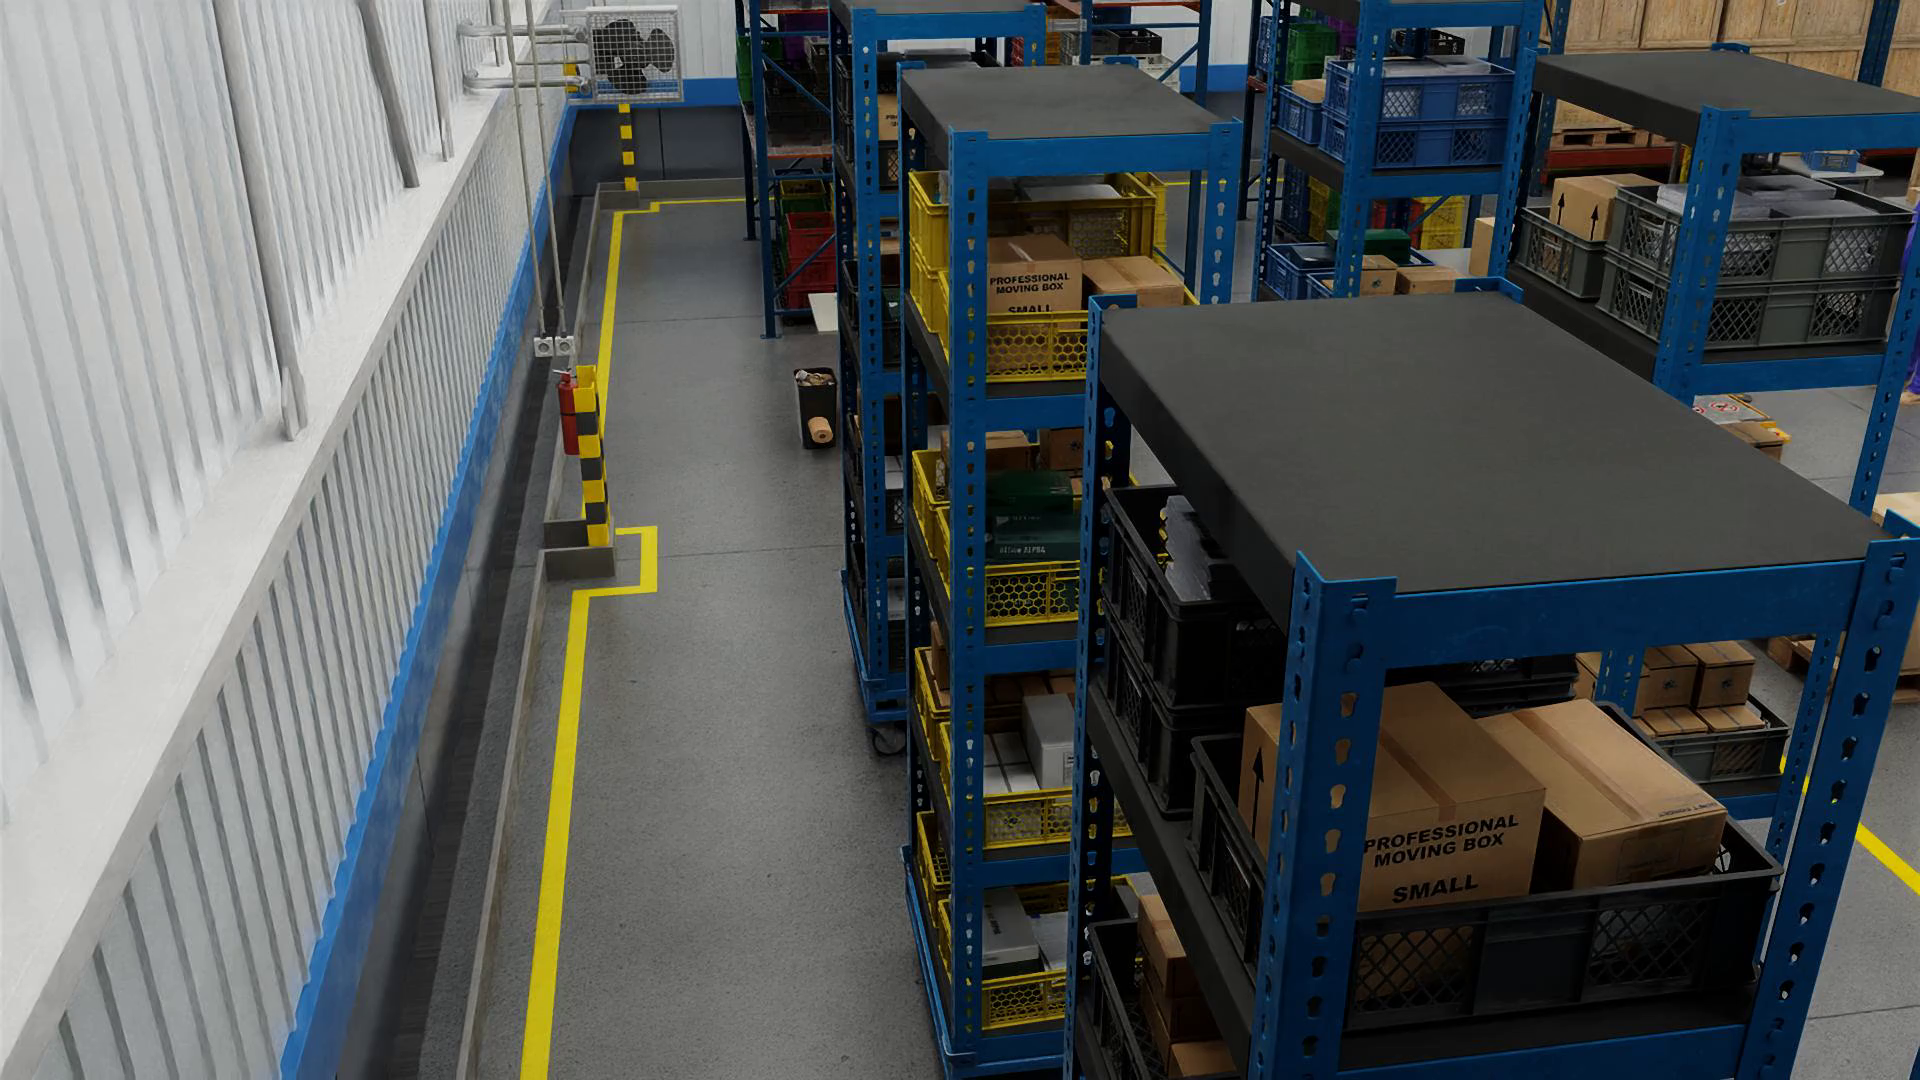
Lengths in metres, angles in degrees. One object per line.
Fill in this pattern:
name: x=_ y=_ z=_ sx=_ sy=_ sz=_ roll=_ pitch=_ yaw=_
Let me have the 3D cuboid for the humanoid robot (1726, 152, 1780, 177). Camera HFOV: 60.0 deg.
humanoid robot: x=7.291 y=-3.152 z=15.447 sx=0.600 sy=1.657 sz=0.330 roll=-3 pitch=25 yaw=-6

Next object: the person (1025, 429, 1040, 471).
person: x=0.511 y=-0.120 z=8.766 sx=0.521 sy=1.768 sz=0.309 roll=12 pitch=27 yaw=25

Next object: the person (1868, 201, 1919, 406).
person: x=7.350 y=-2.048 z=12.633 sx=0.536 sy=2.000 sz=0.679 roll=2 pitch=25 yaw=4

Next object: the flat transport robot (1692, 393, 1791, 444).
flat transport robot: x=5.224 y=-0.859 z=12.132 sx=1.431 sy=0.197 sz=0.652 roll=-4 pitch=25 yaw=-8
